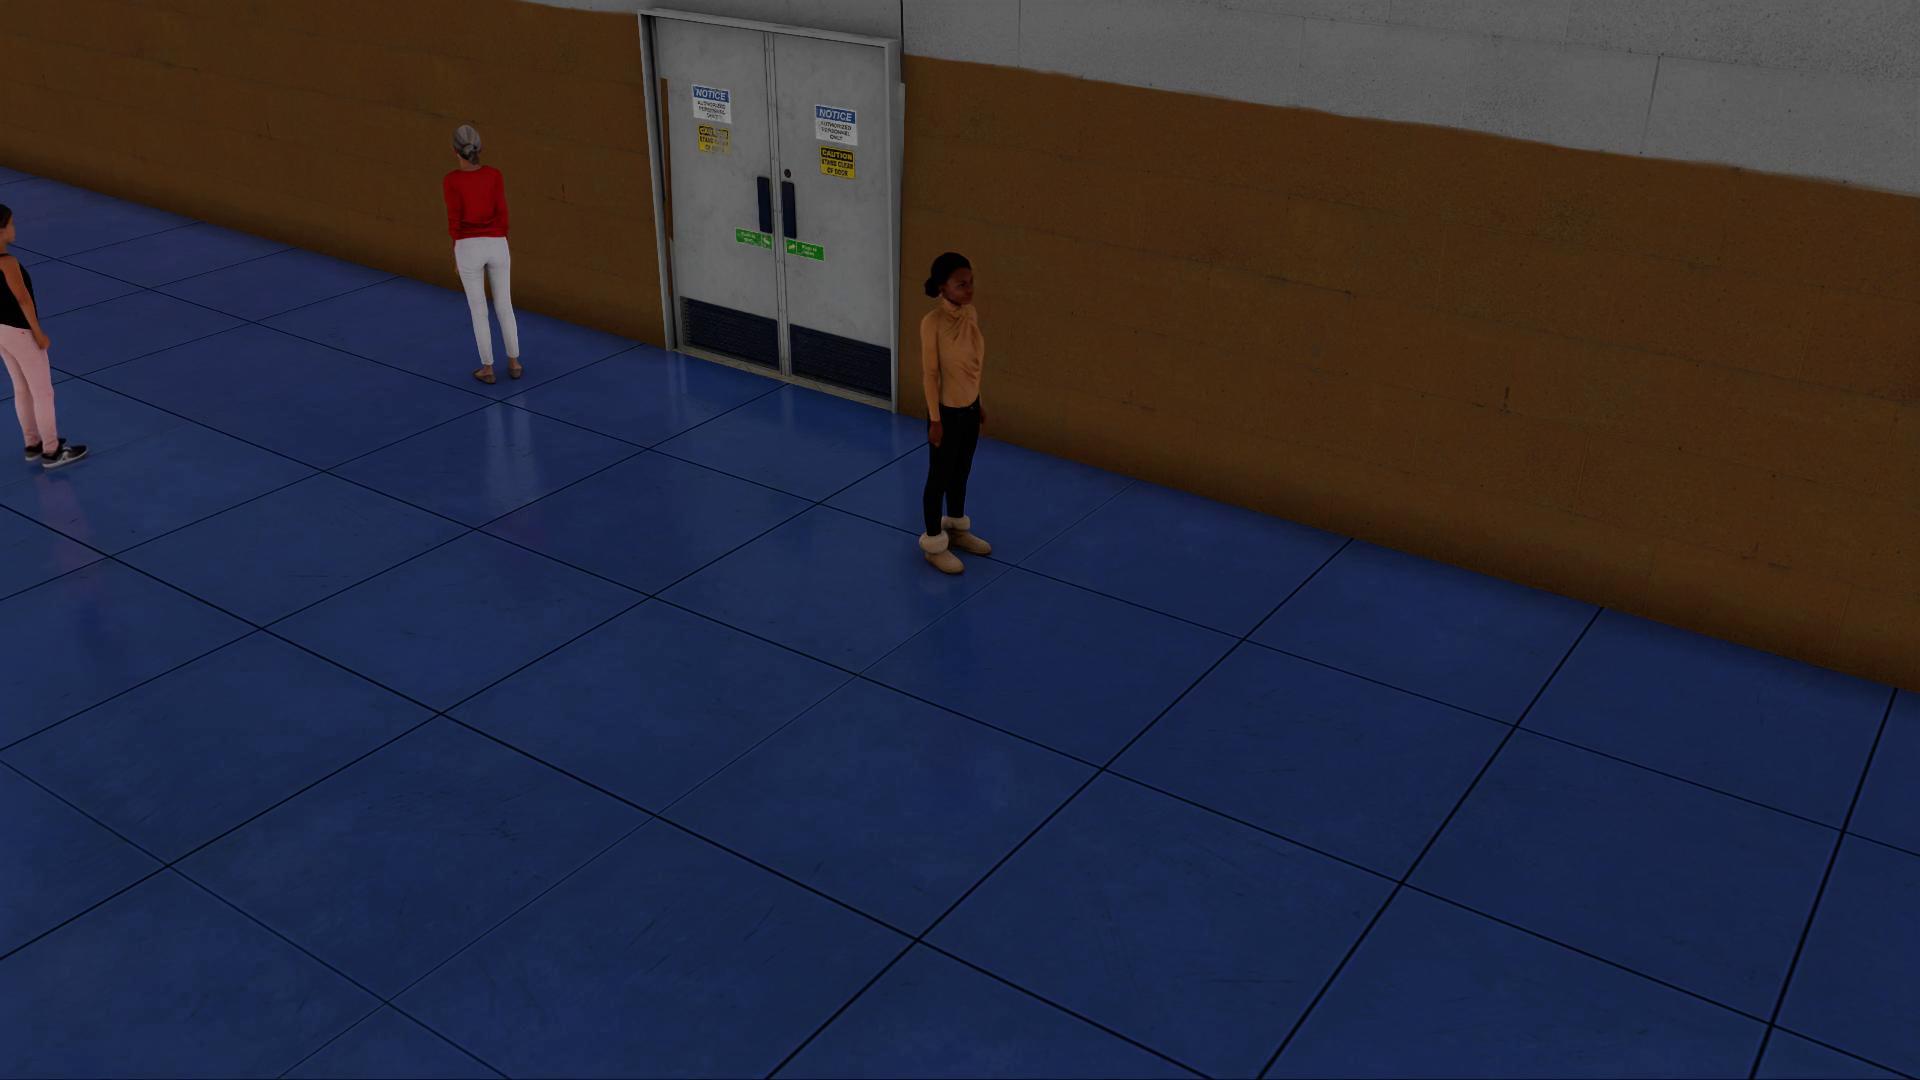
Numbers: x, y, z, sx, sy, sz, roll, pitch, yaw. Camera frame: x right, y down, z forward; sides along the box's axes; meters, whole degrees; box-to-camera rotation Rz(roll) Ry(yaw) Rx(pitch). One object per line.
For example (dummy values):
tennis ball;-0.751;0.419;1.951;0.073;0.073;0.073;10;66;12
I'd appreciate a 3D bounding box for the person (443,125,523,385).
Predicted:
person;-3.090;-1.844;10.772;0.602;1.694;0.692;-15;31;-27

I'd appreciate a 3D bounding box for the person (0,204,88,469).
person;-5.439;-1.175;9.597;0.530;1.562;0.532;15;30;27

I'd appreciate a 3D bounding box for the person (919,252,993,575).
person;-0.040;-0.662;8.478;0.631;1.660;0.488;18;32;31
